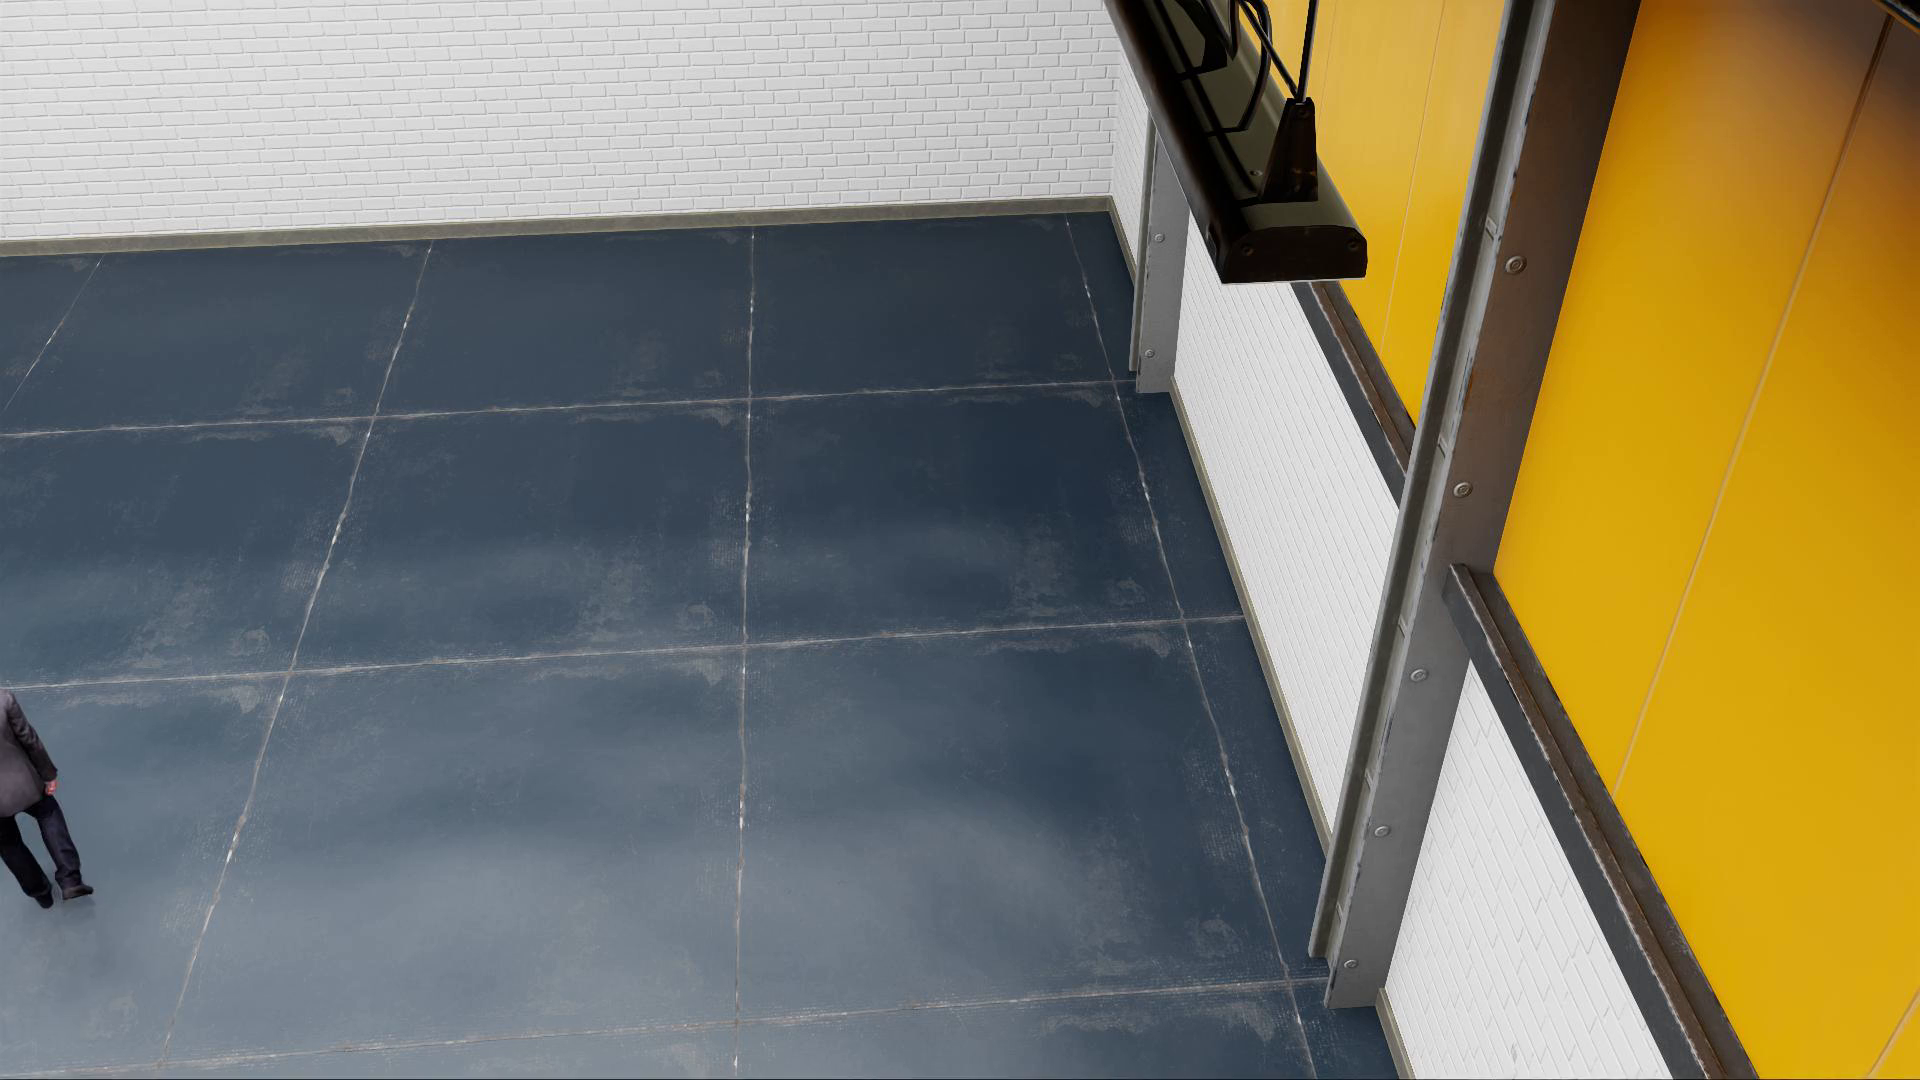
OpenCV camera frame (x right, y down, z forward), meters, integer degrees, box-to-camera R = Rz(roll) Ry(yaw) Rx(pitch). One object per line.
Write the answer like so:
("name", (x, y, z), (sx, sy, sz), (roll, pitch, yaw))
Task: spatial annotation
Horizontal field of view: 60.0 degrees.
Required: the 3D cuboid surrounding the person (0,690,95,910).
("person", (-5.151, 1.373, 8.935), (0.913, 1.823, 0.962), (-24, 44, -27))
